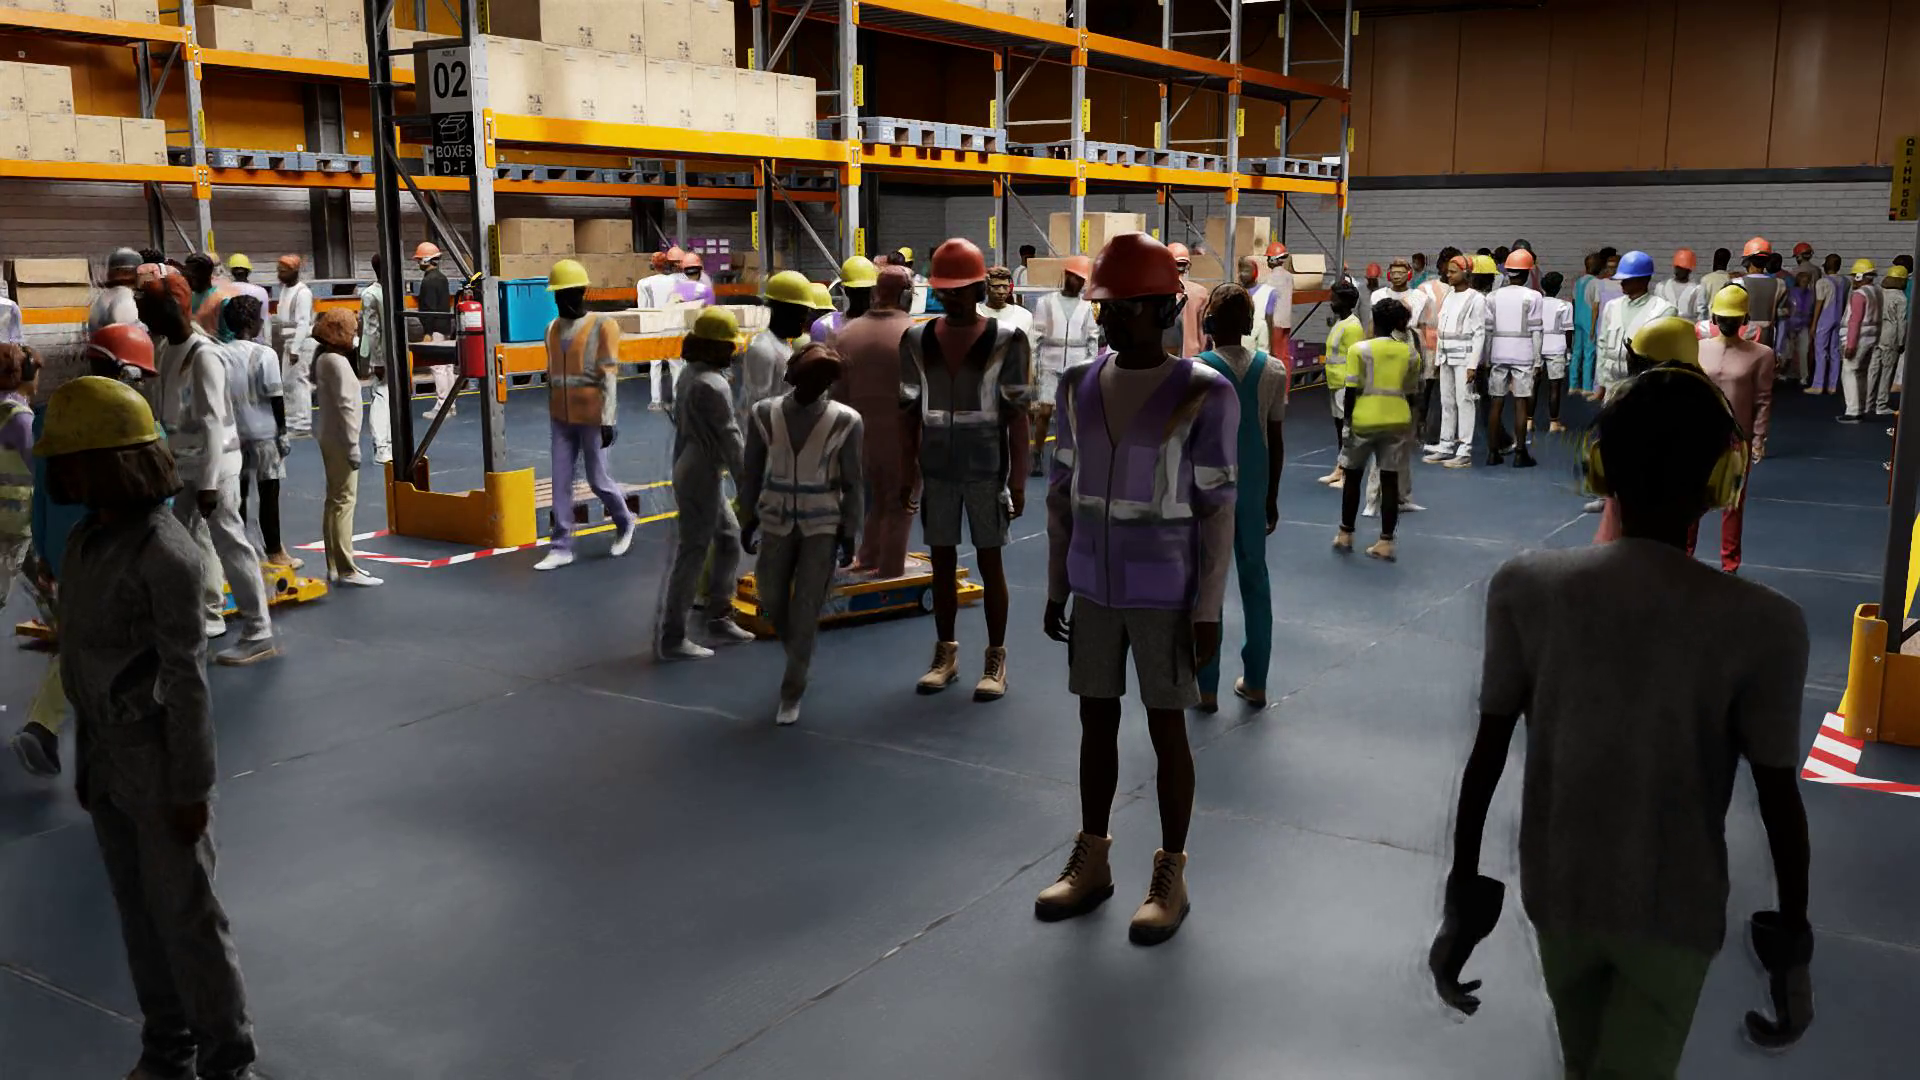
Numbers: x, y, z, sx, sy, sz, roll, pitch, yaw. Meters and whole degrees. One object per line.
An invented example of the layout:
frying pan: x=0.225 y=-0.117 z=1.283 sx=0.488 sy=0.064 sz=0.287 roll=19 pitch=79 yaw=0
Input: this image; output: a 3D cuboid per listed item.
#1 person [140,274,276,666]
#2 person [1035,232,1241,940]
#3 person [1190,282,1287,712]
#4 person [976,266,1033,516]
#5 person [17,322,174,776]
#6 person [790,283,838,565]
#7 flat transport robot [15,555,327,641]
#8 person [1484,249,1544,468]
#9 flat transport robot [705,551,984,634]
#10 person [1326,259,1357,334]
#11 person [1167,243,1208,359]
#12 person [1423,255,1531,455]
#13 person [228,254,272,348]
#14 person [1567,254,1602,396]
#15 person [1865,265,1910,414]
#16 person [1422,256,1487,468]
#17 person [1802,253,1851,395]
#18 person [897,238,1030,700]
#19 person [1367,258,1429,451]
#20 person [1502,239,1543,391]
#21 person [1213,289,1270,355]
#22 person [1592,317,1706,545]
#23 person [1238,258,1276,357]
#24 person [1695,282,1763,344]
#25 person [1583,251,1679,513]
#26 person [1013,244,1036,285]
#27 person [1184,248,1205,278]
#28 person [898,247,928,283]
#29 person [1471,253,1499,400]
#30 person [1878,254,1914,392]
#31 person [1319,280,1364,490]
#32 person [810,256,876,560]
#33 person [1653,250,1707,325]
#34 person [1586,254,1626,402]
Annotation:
person: x=-3.639 y=-0.301 z=7.779 sx=0.660 sy=1.856 sz=0.764 roll=10 pitch=14 yaw=44
person: x=0.498 y=0.140 z=4.848 sx=0.605 sy=2.044 sz=0.374 roll=7 pitch=12 yaw=34
person: x=1.141 y=-0.178 z=7.159 sx=0.506 sy=1.846 sz=0.348 roll=-3 pitch=11 yaw=-14
person: x=0.257 y=-1.086 z=12.226 sx=0.560 sy=1.836 sz=0.394 roll=-1 pitch=10 yaw=-7
person: x=-3.162 y=0.065 z=6.148 sx=0.596 sy=1.720 sz=0.516 roll=3 pitch=11 yaw=18
person: x=-0.924 y=-0.715 z=10.386 sx=0.344 sy=1.759 sz=0.534 roll=-2 pitch=10 yaw=-12
flat transport robot: x=-4.157 y=0.303 z=8.852 sx=0.652 sy=0.197 sz=1.431 roll=5 pitch=11 yaw=24
person: x=4.949 y=-1.617 z=14.870 sx=0.543 sy=1.939 sz=0.362 roll=9 pitch=13 yaw=40
flat transport robot: x=-0.604 y=0.266 z=9.062 sx=1.431 sy=0.197 sz=0.652 roll=-8 pitch=13 yaw=-37
person: x=6.036 y=-3.584 z=26.310 sx=0.579 sy=1.736 sz=0.572 roll=-6 pitch=12 yaw=-28
person: x=1.909 y=-1.628 z=14.778 sx=0.617 sy=1.994 sz=0.381 roll=-4 pitch=11 yaw=-23
person: x=4.846 y=-1.717 z=15.599 sx=0.998 sy=1.876 sz=0.602 roll=-1 pitch=10 yaw=-3
person: x=-7.734 y=-2.136 z=18.009 sx=0.611 sy=1.894 sz=0.749 roll=0 pitch=10 yaw=-2
person: x=8.156 y=-2.788 z=21.620 sx=0.325 sy=1.843 sz=0.517 roll=-4 pitch=11 yaw=-21
person: x=10.819 y=-2.325 z=19.373 sx=0.324 sy=1.732 sz=0.493 roll=-3 pitch=11 yaw=-17
person: x=4.436 y=-1.586 z=14.860 sx=0.355 sy=1.882 sz=0.574 roll=-4 pitch=11 yaw=-20
person: x=11.387 y=-2.826 z=21.830 sx=0.507 sy=1.847 sz=0.345 roll=-3 pitch=11 yaw=-17
person: x=0.003 y=-0.303 z=7.353 sx=0.609 sy=2.032 sz=0.409 roll=3 pitch=11 yaw=18
person: x=4.186 y=-1.768 z=15.960 sx=0.564 sy=1.848 sz=0.388 roll=4 pitch=11 yaw=23
person: x=7.485 y=-3.025 z=22.391 sx=0.688 sy=2.000 sz=0.536 roll=-9 pitch=14 yaw=-42
person: x=2.561 y=-1.503 z=15.217 sx=0.505 sy=1.588 sz=0.864 roll=0 pitch=10 yaw=-3
person: x=2.400 y=0.099 z=5.869 sx=0.328 sy=1.759 sz=0.524 roll=3 pitch=11 yaw=18
person: x=3.158 y=-2.134 z=18.050 sx=0.586 sy=1.822 sz=0.469 roll=8 pitch=13 yaw=38
person: x=6.065 y=-1.193 z=13.224 sx=0.535 sy=1.690 sz=0.319 roll=4 pitch=11 yaw=23
person: x=4.911 y=-1.126 z=12.152 sx=0.411 sy=1.939 sz=0.605 roll=-7 pitch=12 yaw=-32
person: x=0.967 y=-3.455 z=25.001 sx=0.368 sy=1.957 sz=0.600 roll=-2 pitch=10 yaw=-13
person: x=3.637 y=-3.517 z=25.511 sx=0.407 sy=1.902 sz=0.638 roll=-4 pitch=11 yaw=-23
person: x=-0.686 y=-2.750 z=21.182 sx=0.587 sy=1.928 sz=0.362 roll=1 pitch=10 yaw=3
person: x=6.617 y=-2.694 z=21.072 sx=0.330 sy=1.860 sz=0.514 roll=4 pitch=11 yaw=20
person: x=12.604 y=-2.899 z=22.287 sx=0.429 sy=1.831 sz=0.637 roll=3 pitch=11 yaw=17
person: x=3.124 y=-1.258 z=13.549 sx=0.317 sy=1.696 sz=0.540 roll=0 pitch=10 yaw=-1
person: x=-0.600 y=-0.729 z=9.985 sx=0.594 sy=1.926 sz=0.366 roll=-4 pitch=11 yaw=-20
person: x=7.970 y=-2.266 z=18.596 sx=0.580 sy=1.896 sz=0.862 roll=7 pitch=12 yaw=35
person: x=8.099 y=-2.617 z=20.677 sx=0.509 sy=1.842 sz=0.329 roll=9 pitch=14 yaw=41
